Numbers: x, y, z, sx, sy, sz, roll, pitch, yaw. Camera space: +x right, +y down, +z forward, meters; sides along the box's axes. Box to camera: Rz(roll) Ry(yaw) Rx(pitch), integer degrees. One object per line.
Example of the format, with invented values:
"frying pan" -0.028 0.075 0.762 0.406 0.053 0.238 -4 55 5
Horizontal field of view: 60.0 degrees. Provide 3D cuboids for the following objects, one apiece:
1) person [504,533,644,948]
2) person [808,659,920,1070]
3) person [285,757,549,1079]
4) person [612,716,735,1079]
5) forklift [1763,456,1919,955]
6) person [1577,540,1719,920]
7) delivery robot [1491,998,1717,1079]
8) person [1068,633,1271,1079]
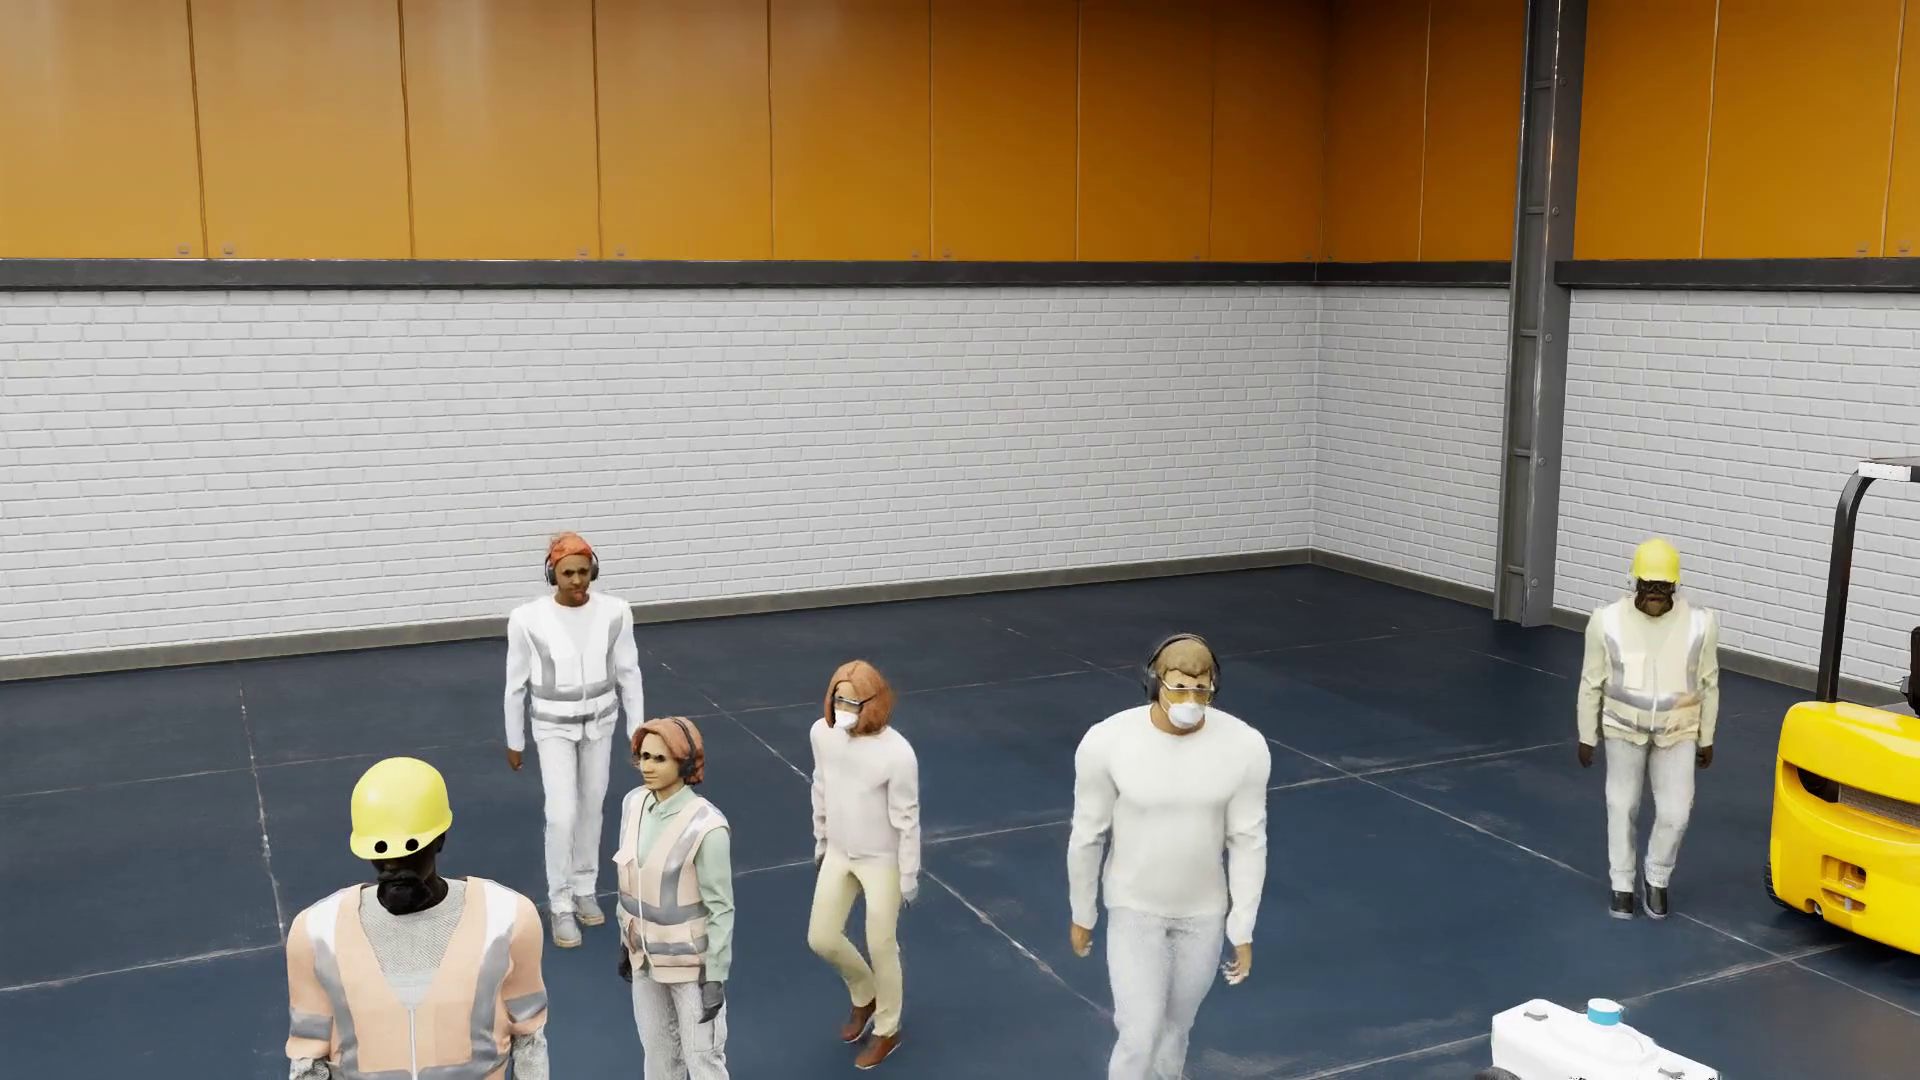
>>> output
"person" -1.725 0.894 7.551 0.590 1.860 0.685 -6 11 -32
"person" -0.365 1.222 6.297 0.524 1.607 0.374 6 11 33
"person" -1.274 1.444 3.956 0.594 1.925 0.370 -2 9 -13
"person" -0.920 1.361 5.351 0.521 1.645 0.307 8 12 41
"forklift" 4.857 0.731 7.561 2.313 2.155 1.214 -4 10 -25
"person" 3.191 0.890 7.738 0.617 1.812 0.449 3 10 19
"delivery robot" 2.178 1.808 5.660 0.477 0.478 0.707 -6 11 -35
"person" 0.684 1.232 5.318 0.630 1.909 0.689 -1 9 -9
